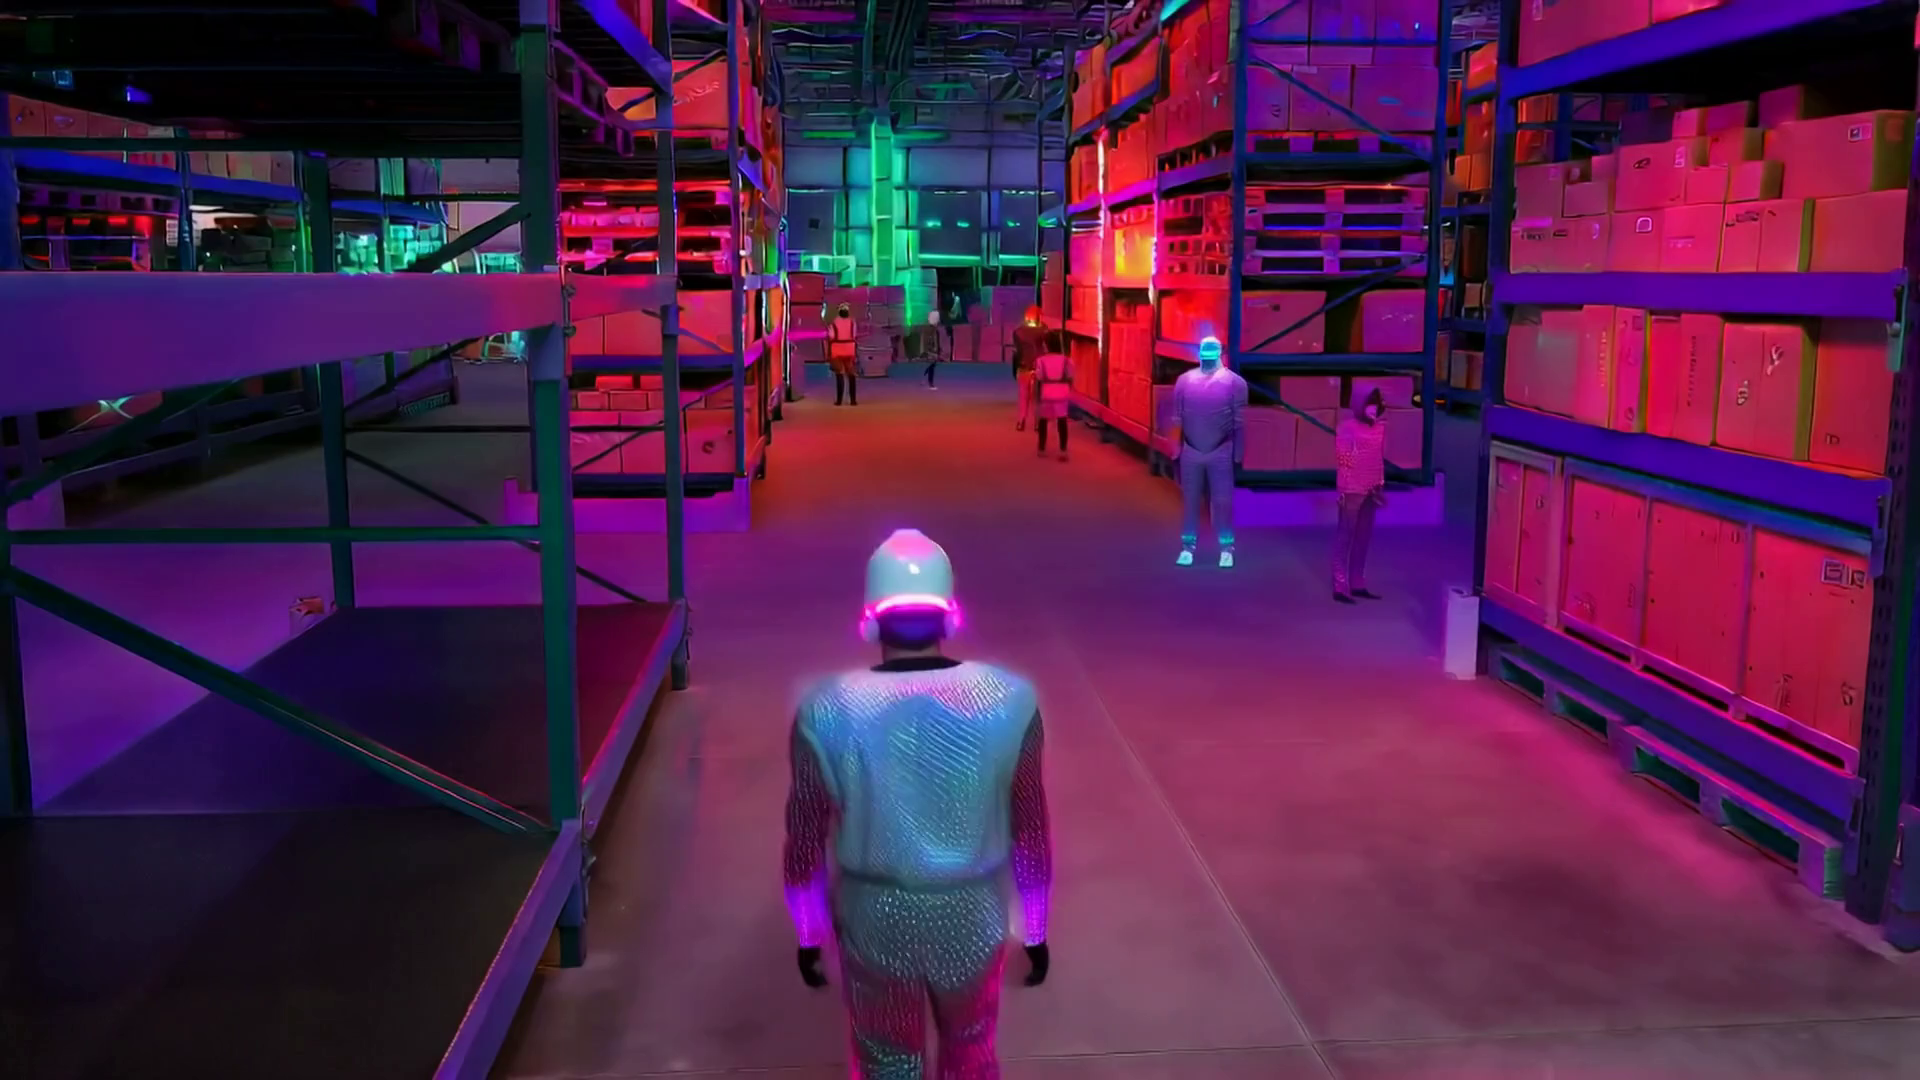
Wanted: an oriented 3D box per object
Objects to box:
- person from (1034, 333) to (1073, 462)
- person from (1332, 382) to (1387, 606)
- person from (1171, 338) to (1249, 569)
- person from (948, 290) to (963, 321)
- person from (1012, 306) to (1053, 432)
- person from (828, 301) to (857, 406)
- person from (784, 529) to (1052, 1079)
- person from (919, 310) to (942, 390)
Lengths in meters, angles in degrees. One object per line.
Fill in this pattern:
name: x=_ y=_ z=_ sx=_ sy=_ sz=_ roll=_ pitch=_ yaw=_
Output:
person: x=1.217 y=-1.848 z=21.602 sx=0.528 sy=1.661 sz=0.879 roll=-1 pitch=9 yaw=-7
person: x=2.939 y=-0.341 z=12.173 sx=0.498 sy=1.633 sz=0.285 roll=-7 pitch=11 yaw=-36
person: x=2.035 y=-0.709 z=13.669 sx=0.641 sy=1.899 sz=0.397 roll=4 pitch=10 yaw=24
person: x=-0.093 y=-7.875 z=58.758 sx=1.057 sy=1.882 sz=0.623 roll=-2 pitch=9 yaw=-13
person: x=1.112 y=-2.631 z=25.613 sx=0.627 sy=1.935 sz=0.371 roll=2 pitch=9 yaw=11
person: x=-2.150 y=-3.409 z=30.505 sx=0.543 sy=1.933 sz=0.364 roll=0 pitch=9 yaw=-2
person: x=-0.103 y=0.880 z=3.921 sx=0.623 sy=1.817 sz=0.434 roll=-1 pitch=9 yaw=-6
person: x=-0.605 y=-3.964 z=34.799 sx=0.366 sy=1.680 sz=0.540 roll=-6 pitch=11 yaw=-34
